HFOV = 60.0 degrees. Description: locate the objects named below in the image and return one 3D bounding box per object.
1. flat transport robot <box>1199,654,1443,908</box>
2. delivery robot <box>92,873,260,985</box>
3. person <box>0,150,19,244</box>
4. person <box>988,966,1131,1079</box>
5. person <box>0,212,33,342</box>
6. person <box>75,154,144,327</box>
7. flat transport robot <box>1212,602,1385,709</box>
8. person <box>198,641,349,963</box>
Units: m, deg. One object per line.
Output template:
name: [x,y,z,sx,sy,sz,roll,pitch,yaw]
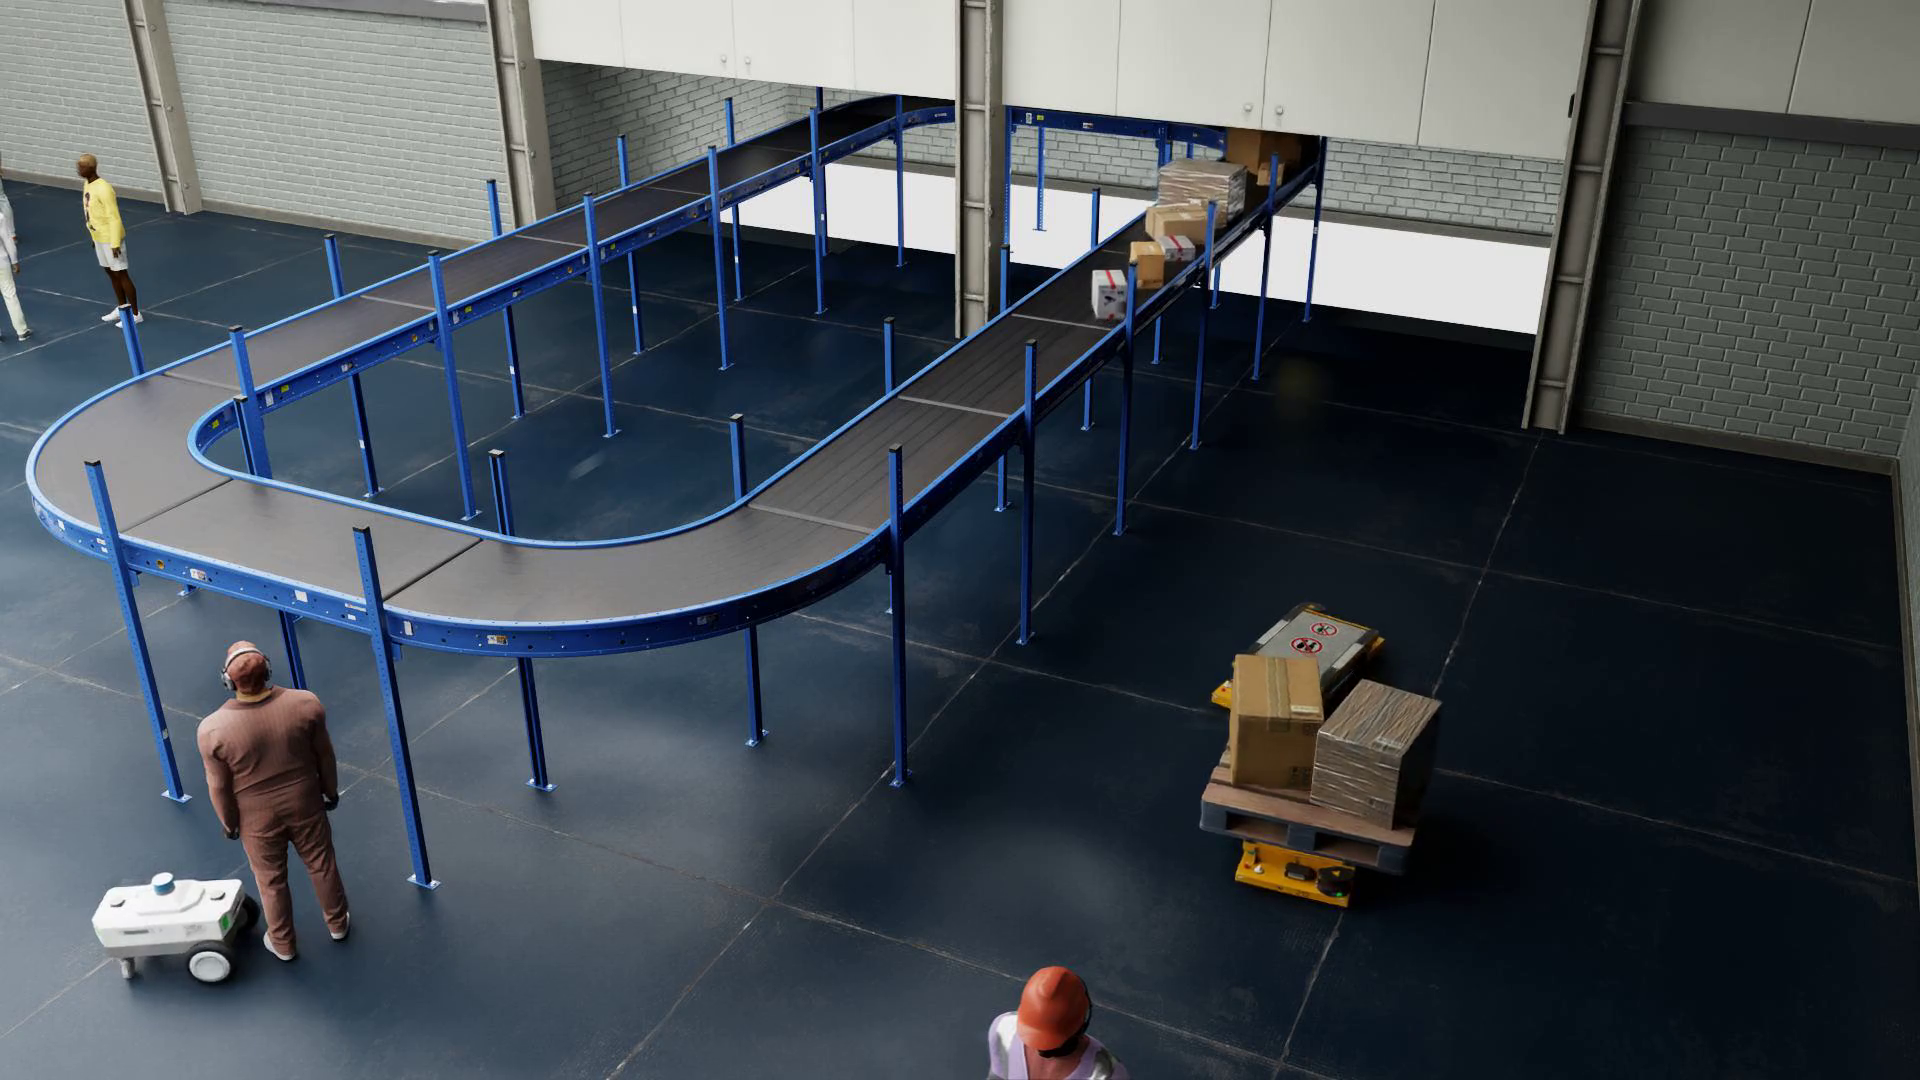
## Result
flat transport robot: [2.151,1.674,10.102,0.659,0.231,1.431,10,28,20]
delivery robot: [-4.214,2.071,9.004,0.785,0.614,0.525,-3,27,-6]
person: [-12.315,-4.639,20.947,0.371,1.940,0.629,7,27,14]
person: [0.348,2.476,6.509,0.603,2.035,0.399,16,31,29]
person: [-10.387,-2.979,17.814,0.582,1.748,0.338,-9,28,-18]
person: [-9.380,-3.302,18.296,0.559,1.898,0.364,22,34,37]
flat transport robot: [2.405,0.873,11.717,0.659,0.231,1.431,18,32,32]
person: [-3.627,1.382,8.846,0.642,1.912,0.413,-17,31,-31]
